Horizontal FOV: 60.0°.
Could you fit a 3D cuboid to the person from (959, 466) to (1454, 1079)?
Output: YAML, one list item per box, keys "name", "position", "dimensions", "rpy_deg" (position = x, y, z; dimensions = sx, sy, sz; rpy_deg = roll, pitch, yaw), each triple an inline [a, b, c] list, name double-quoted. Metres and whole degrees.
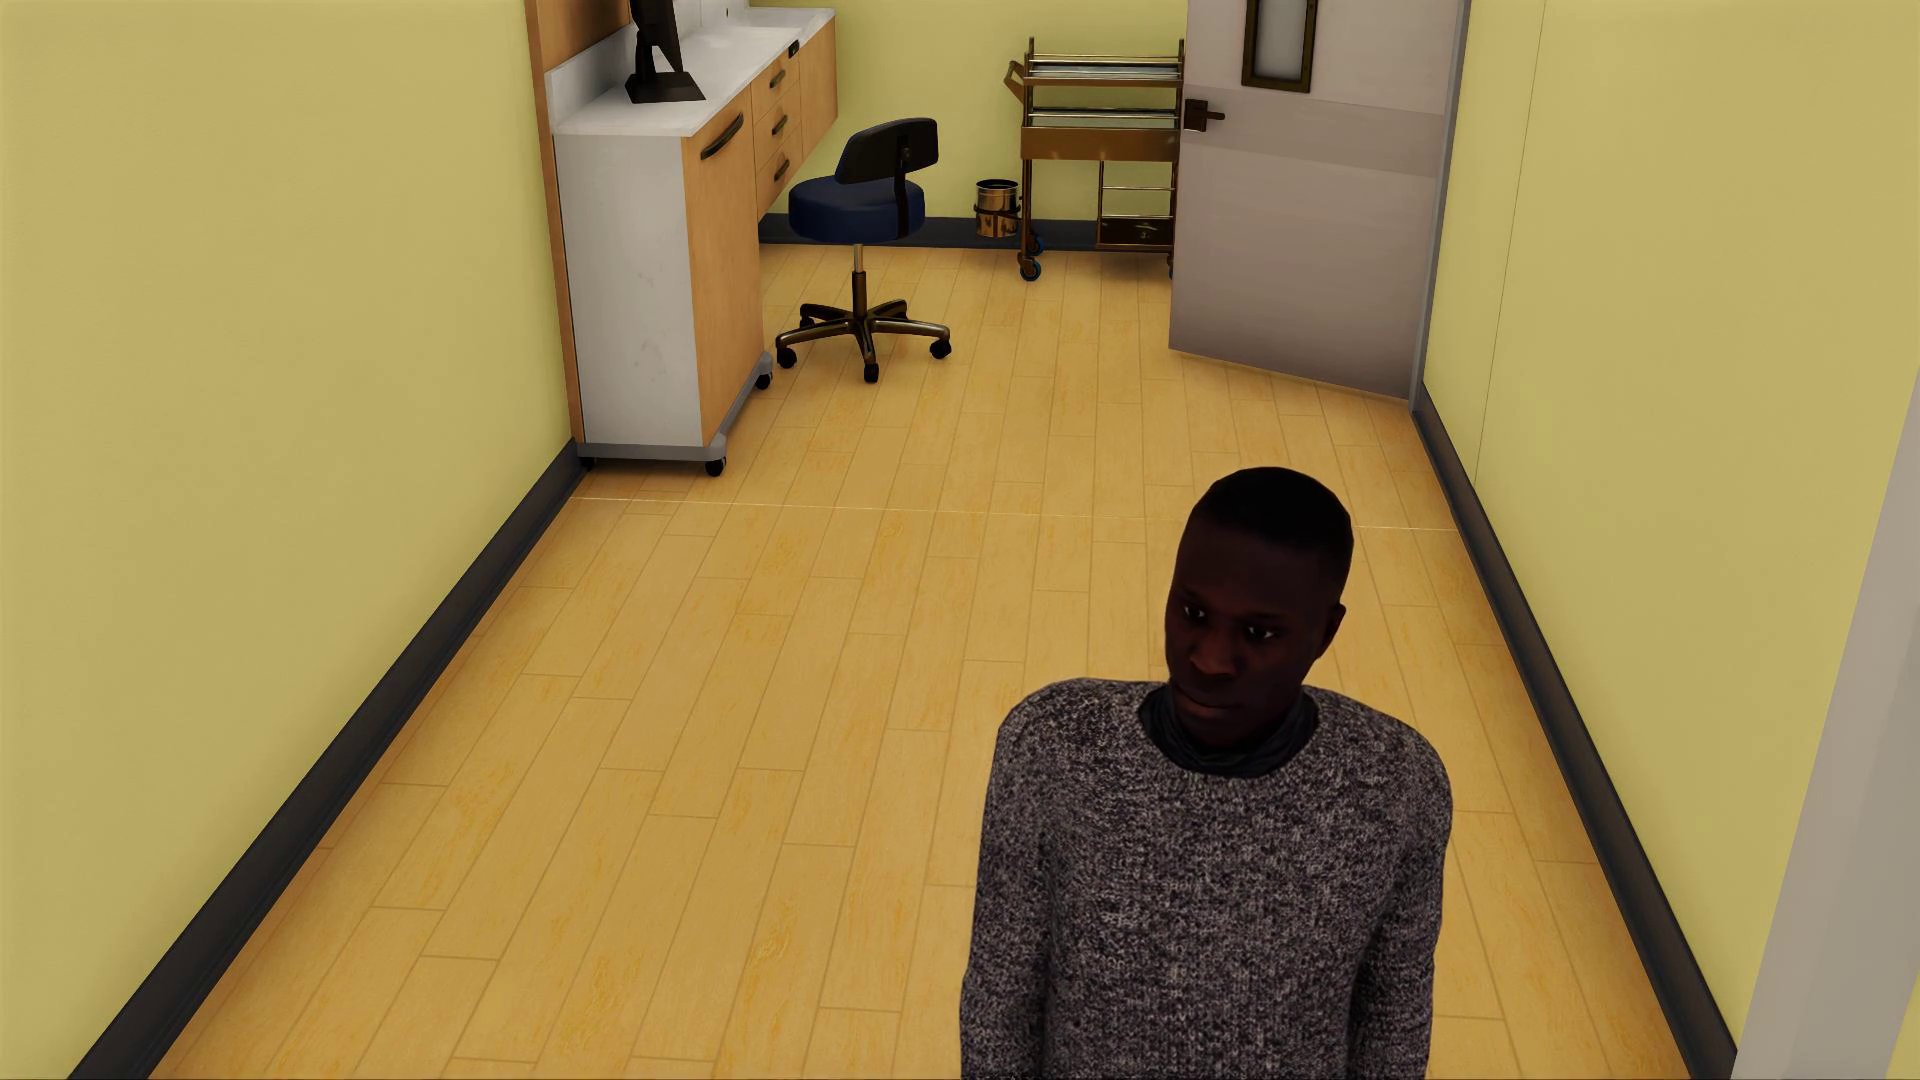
- name: "person"
  position: [0.262, 0.746, 1.972]
  dimensions: [0.491, 1.837, 0.754]
  rpy_deg: [1, 26, 1]
